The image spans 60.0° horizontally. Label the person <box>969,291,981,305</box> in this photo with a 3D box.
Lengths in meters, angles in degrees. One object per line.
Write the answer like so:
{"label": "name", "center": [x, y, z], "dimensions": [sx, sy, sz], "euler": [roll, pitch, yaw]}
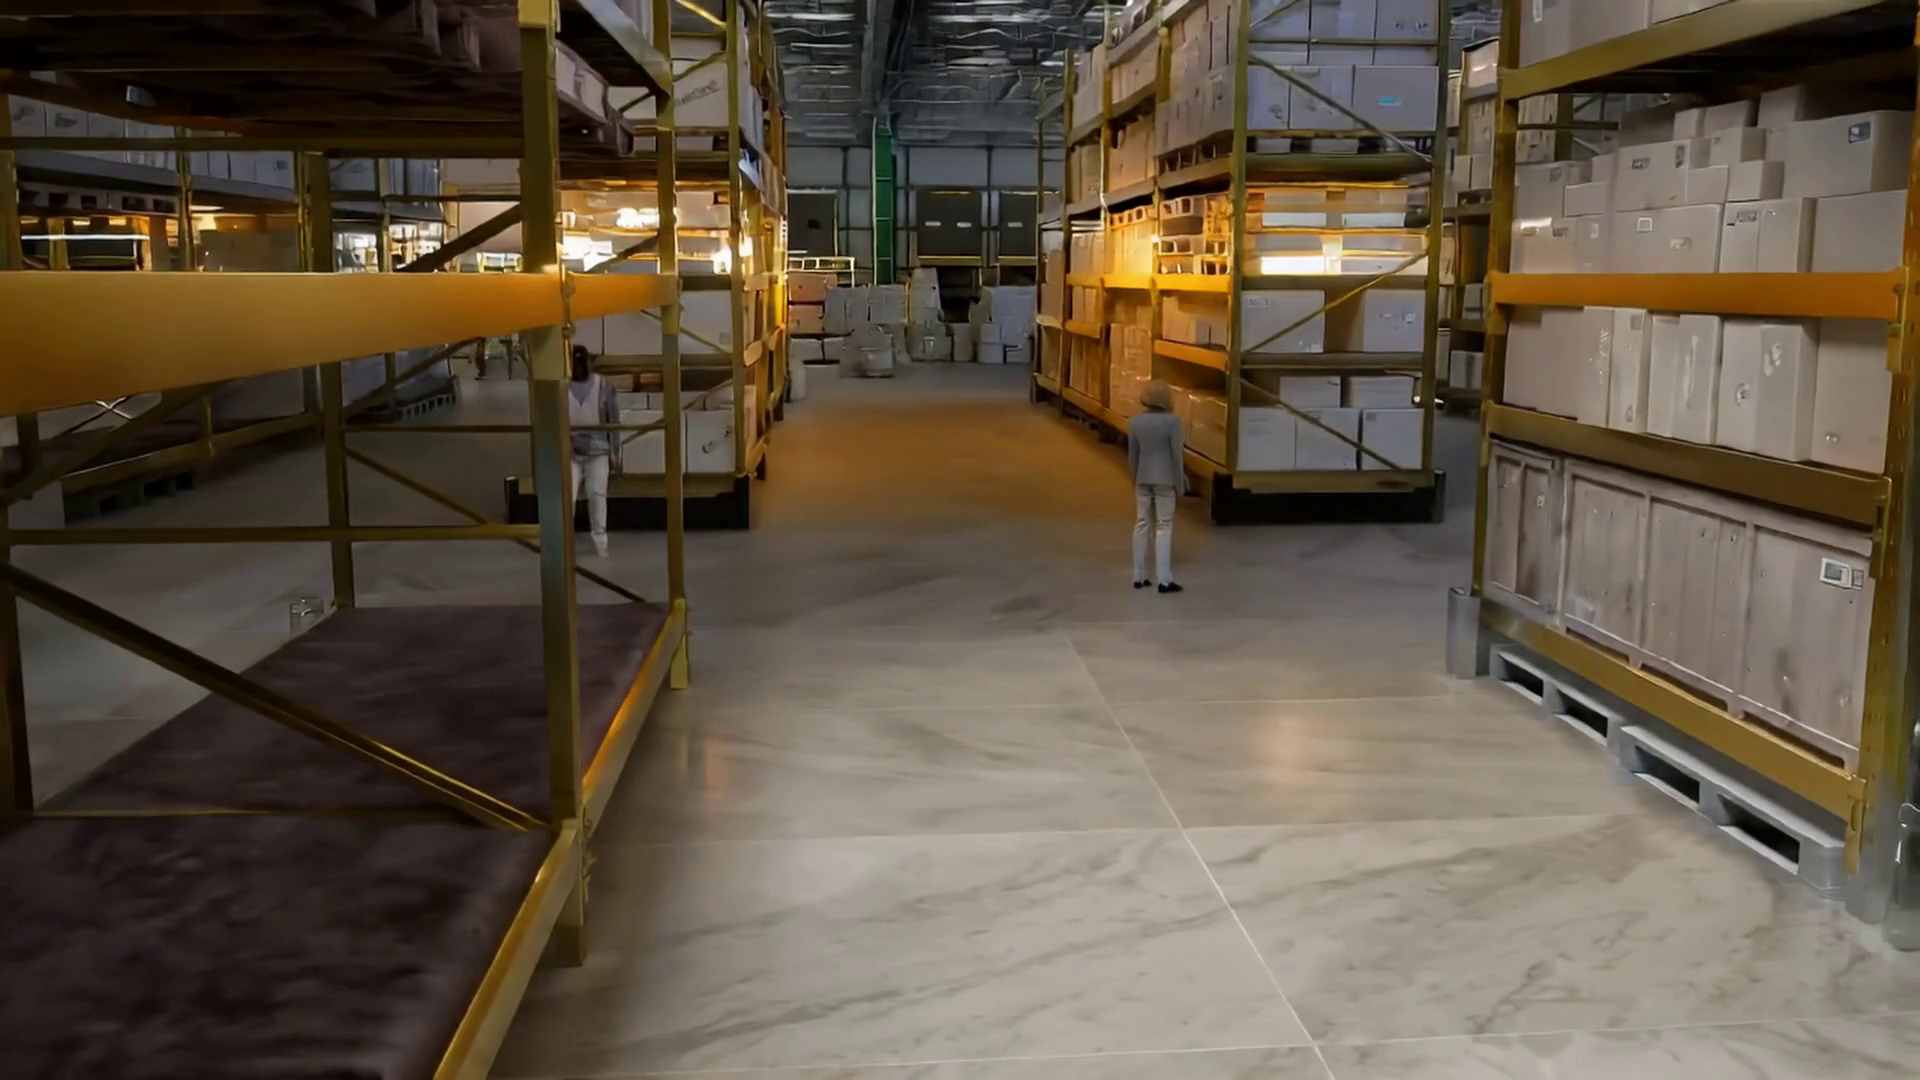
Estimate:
{"label": "person", "center": [0.464, -6.504, 49.919], "dimensions": [0.353, 1.937, 0.635], "euler": [-4, 10, -22]}

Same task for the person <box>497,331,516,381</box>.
{"label": "person", "center": [-10.268, -4.398, 37.677], "dimensions": [0.520, 1.625, 0.366], "euler": [2, 9, 12]}

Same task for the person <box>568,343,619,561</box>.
{"label": "person", "center": [-3.179, -0.728, 13.952], "dimensions": [0.633, 1.843, 0.429], "euler": [-3, 9, -16]}

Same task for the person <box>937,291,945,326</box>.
{"label": "person", "center": [-0.766, -7.568, 56.816], "dimensions": [1.013, 1.872, 0.611], "euler": [-5, 10, -27]}

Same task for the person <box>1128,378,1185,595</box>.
{"label": "person", "center": [1.489, -0.403, 12.565], "dimensions": [0.500, 1.633, 0.281], "euler": [8, 12, 42]}

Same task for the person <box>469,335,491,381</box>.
{"label": "person", "center": [-10.937, -4.547, 37.880], "dimensions": [0.579, 1.868, 0.606], "euler": [5, 10, 27]}
